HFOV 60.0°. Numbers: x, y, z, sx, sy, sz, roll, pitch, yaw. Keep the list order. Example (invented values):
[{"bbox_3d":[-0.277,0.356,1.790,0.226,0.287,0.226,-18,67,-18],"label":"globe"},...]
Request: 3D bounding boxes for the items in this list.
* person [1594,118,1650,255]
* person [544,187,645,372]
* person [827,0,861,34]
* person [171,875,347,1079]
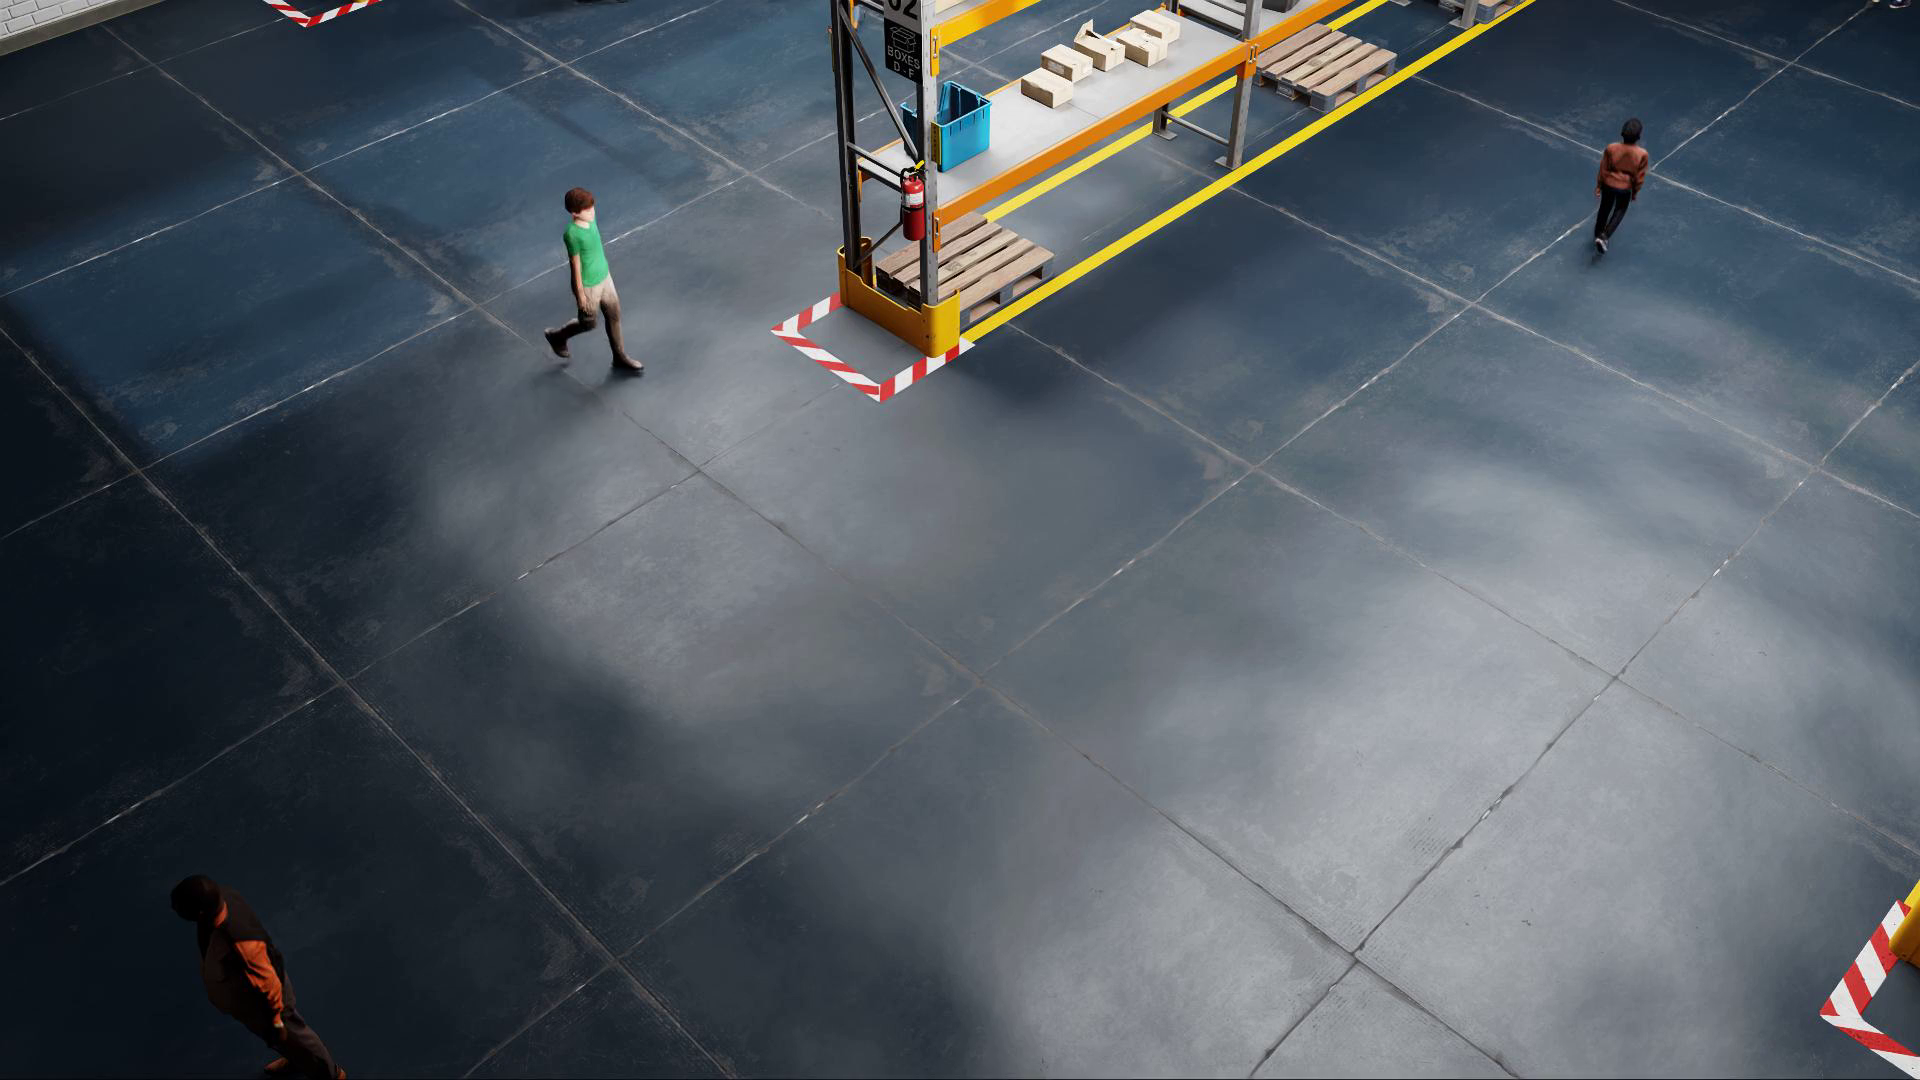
[{"bbox_3d":[5.641,-3.022,14.286,0.644,1.247,0.793,21,47,20],"label":"person"},{"bbox_3d":[-2.954,-2.021,12.957,0.944,1.630,1.048,13,45,13],"label":"person"},{"bbox_3d":[-1.210,-5.992,17.089,0.626,1.681,0.541,32,52,29],"label":"person"},{"bbox_3d":[-3.490,2.235,8.290,0.623,1.906,0.709,-31,51,-28],"label":"person"}]
